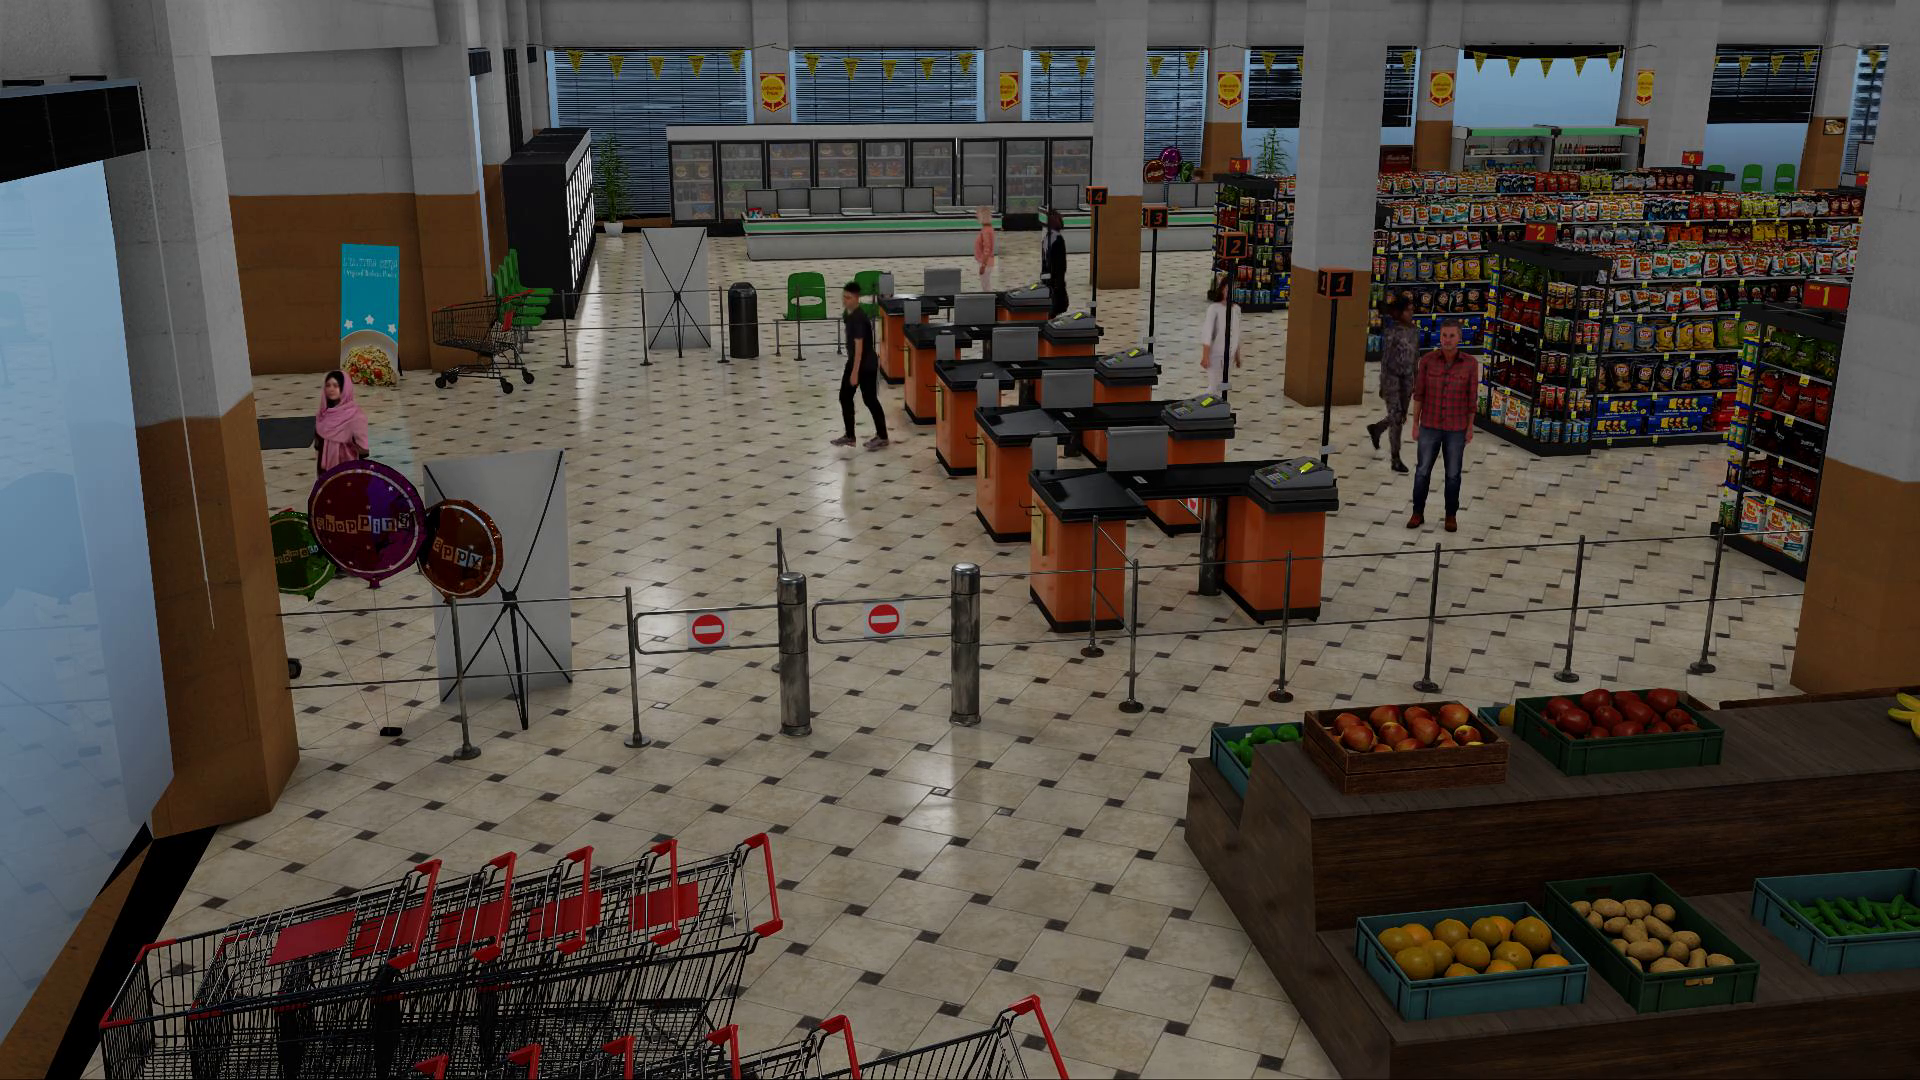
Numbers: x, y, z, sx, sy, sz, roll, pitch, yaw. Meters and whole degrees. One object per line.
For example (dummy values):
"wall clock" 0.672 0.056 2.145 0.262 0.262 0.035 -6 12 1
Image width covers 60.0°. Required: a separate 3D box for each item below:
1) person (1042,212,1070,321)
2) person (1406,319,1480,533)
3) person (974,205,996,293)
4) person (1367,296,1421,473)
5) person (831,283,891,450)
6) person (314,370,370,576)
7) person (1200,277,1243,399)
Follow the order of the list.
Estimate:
"person" 1.213 -3.605 22.911 0.957 1.818 0.889 9 19 27
"person" 4.159 -0.999 14.307 0.670 1.830 0.825 5 18 17
"person" 0.385 -4.107 24.726 0.587 1.724 0.645 1 17 2
"person" 4.255 -1.546 16.335 0.990 1.698 0.743 -5 18 -17
"person" -0.954 -1.766 17.018 0.933 1.723 0.795 -6 18 -19
"person" -4.853 -0.531 13.102 0.705 1.636 0.819 5 18 17
"person" 2.745 -2.005 17.891 0.710 1.673 0.786 -11 20 -32
